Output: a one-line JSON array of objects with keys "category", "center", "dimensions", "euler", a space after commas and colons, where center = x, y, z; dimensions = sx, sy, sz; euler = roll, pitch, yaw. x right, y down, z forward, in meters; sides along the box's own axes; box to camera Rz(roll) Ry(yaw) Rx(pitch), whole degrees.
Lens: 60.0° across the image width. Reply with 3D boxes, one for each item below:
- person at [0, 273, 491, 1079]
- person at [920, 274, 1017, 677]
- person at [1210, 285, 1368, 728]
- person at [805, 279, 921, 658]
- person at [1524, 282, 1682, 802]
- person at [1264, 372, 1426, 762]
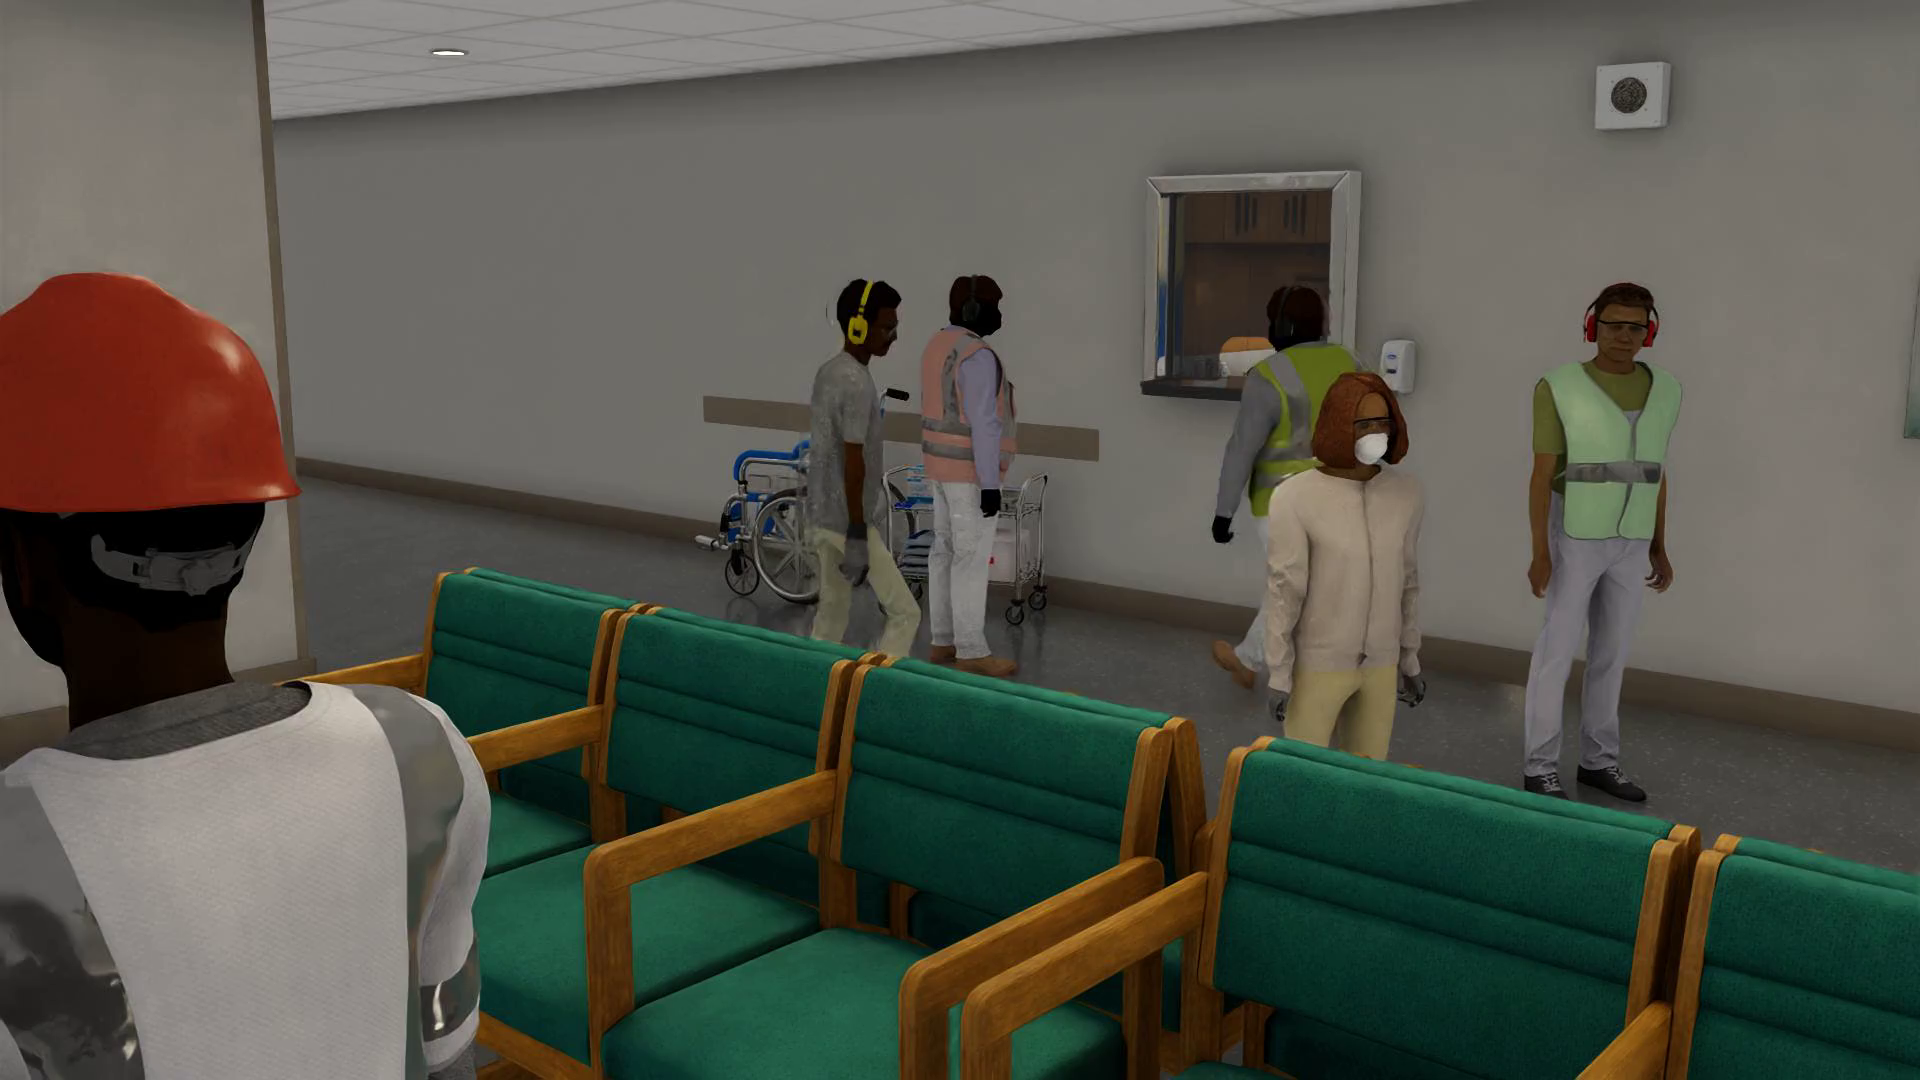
[{"category": "person", "center": [-0.646, 0.753, 1.423], "dimensions": [0.357, 1.938, 0.545], "euler": [6, 11, 29]}, {"category": "person", "center": [0.047, -0.296, 7.674], "dimensions": [0.429, 1.840, 0.630], "euler": [-4, 11, -22]}, {"category": "person", "center": [1.326, -0.162, 7.018], "dimensions": [0.661, 1.794, 0.935], "euler": [-7, 12, -36]}, {"category": "person", "center": [-0.335, -0.054, 6.291], "dimensions": [0.674, 1.835, 0.553], "euler": [-4, 11, -21]}, {"category": "person", "center": [2.242, 0.021, 5.864], "dimensions": [0.567, 1.840, 0.375], "euler": [-3, 10, -17]}, {"category": "person", "center": [1.050, 0.357, 4.543], "dimensions": [0.507, 1.632, 0.264], "euler": [-4, 11, -23]}]
